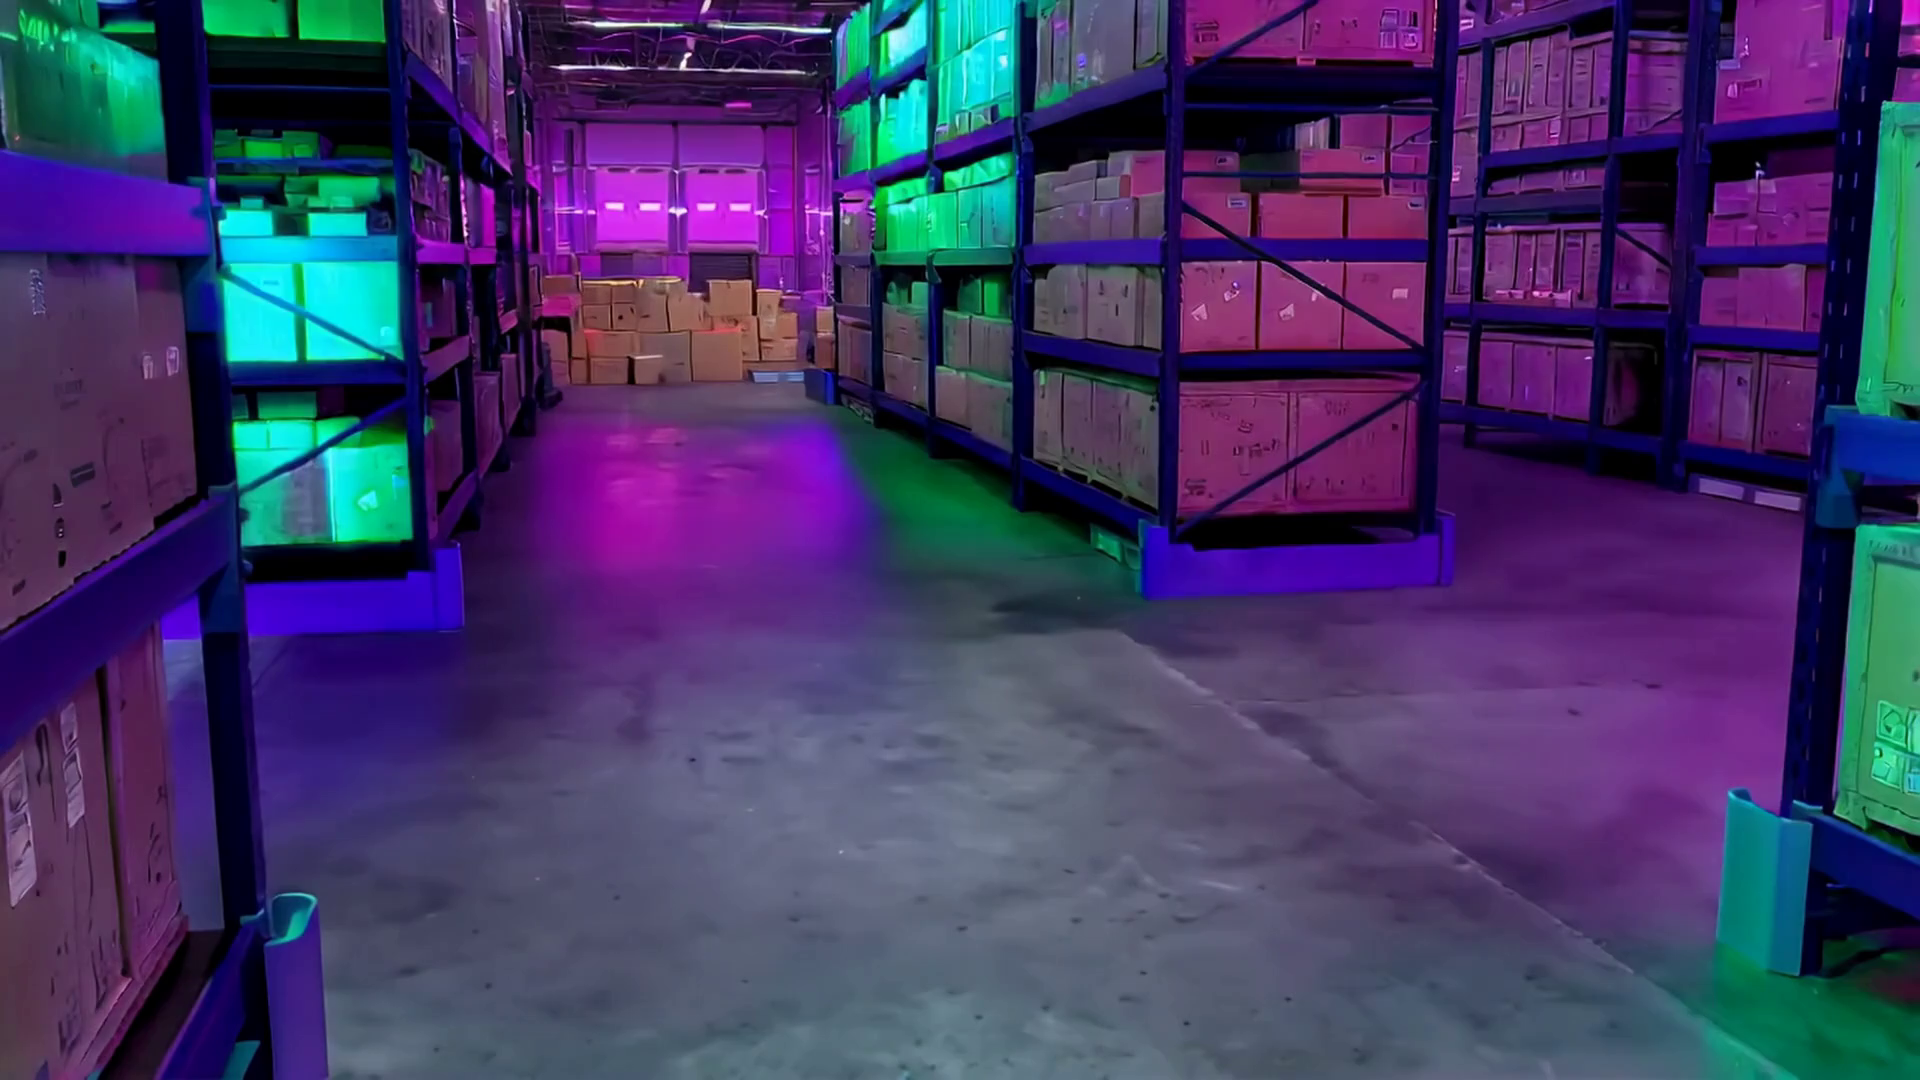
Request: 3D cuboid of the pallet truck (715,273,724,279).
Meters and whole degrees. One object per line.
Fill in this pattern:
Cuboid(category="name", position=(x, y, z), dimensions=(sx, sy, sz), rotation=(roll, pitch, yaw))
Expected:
Cuboid(category="pallet truck", position=(-8.580, -8.986, 62.280), dimensions=(1.885, 1.965, 0.823), rotation=(1, 9, 5))

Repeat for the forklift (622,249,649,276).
Cuboid(category="forklift", position=(-10.974, -8.474, 56.474), dimensions=(1.129, 2.768, 1.873), rotation=(-1, 9, -8))
